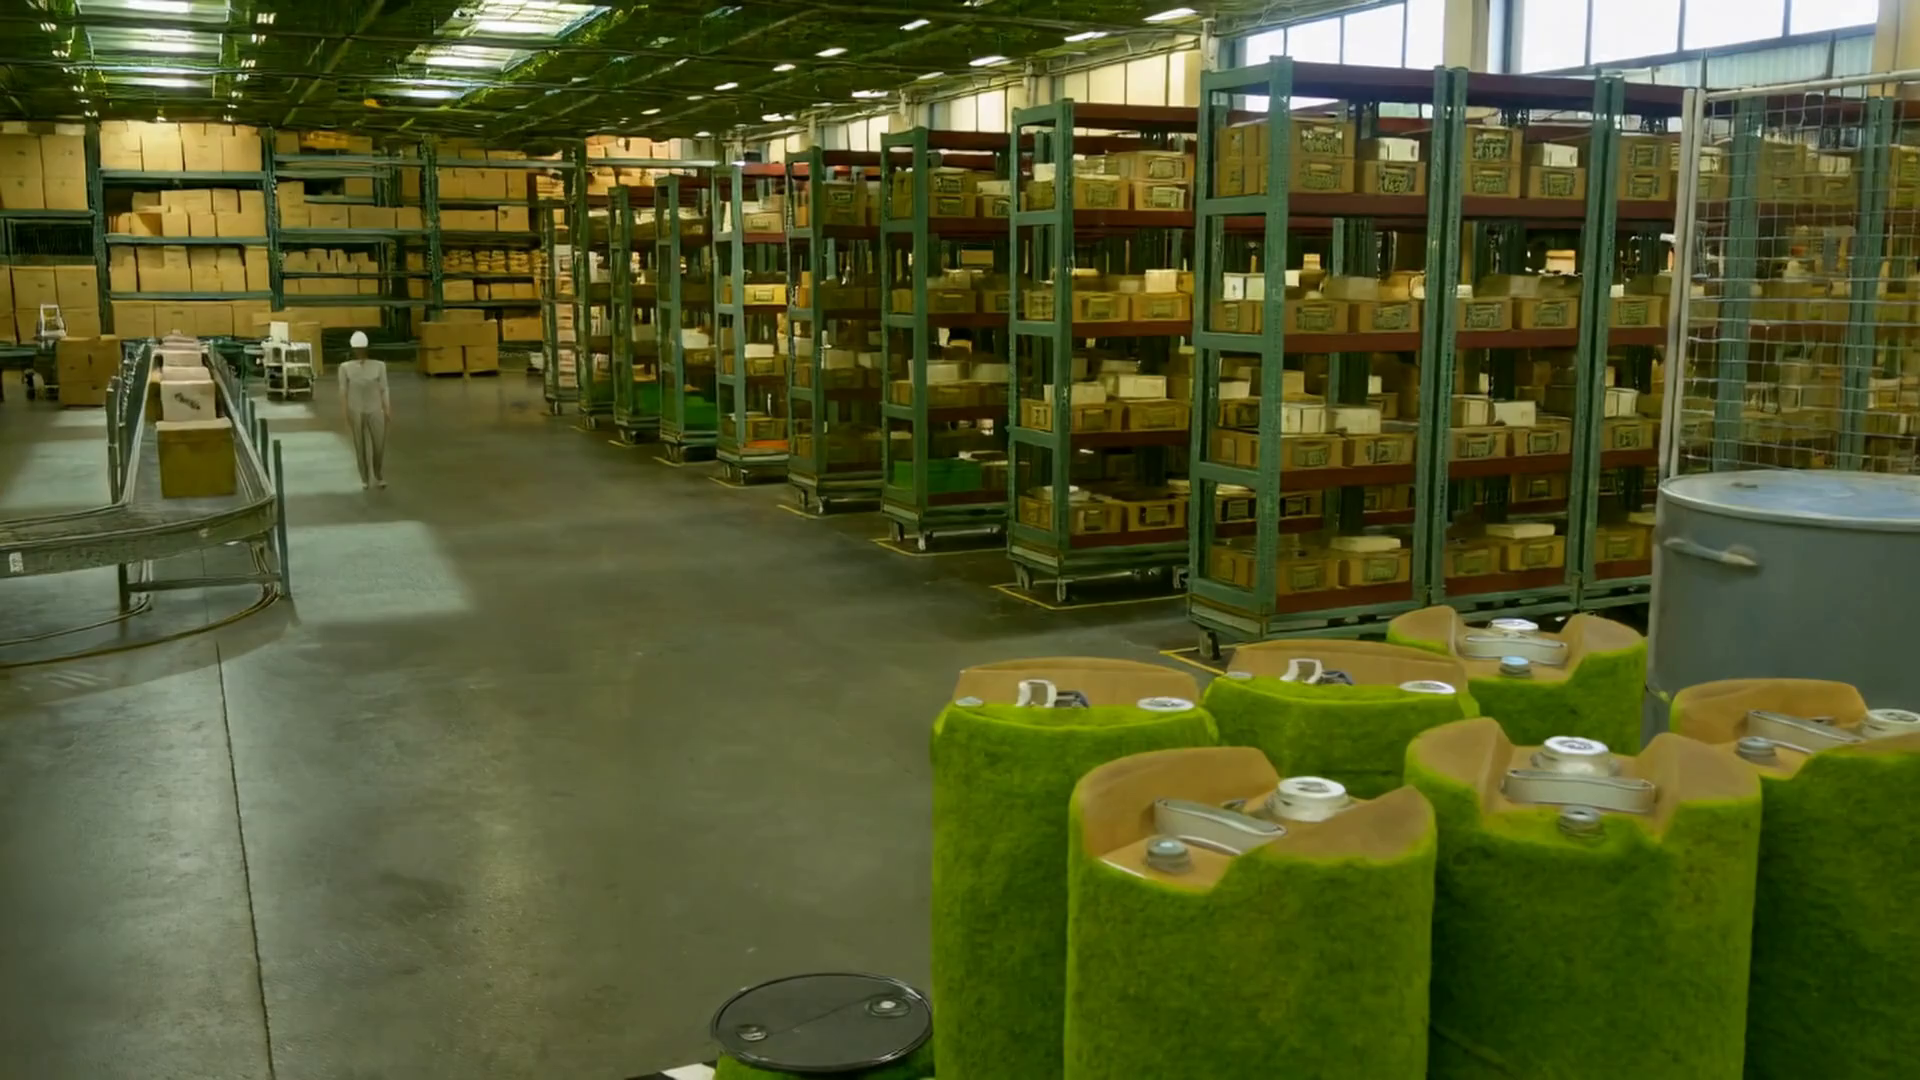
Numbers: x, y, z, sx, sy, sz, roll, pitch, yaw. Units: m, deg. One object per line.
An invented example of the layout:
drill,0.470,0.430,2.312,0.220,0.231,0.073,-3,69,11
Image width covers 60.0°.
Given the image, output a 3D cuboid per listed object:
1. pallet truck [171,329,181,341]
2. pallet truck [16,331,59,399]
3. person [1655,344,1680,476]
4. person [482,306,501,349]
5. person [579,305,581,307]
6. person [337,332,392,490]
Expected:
pallet truck,-17.275,-3.851,35.096,1.601,1.201,0.680,0,9,1
pallet truck,-17.082,-3.353,31.781,1.630,1.274,0.653,-4,10,-25
person,6.828,-1.088,16.168,0.567,1.795,0.964,-4,10,-22
person,-14.181,-6.673,50.273,0.615,1.985,0.420,-9,13,-44
person,-11.525,-6.595,50.632,0.905,1.733,0.533,-3,10,-17
person,-6.565,-1.415,18.342,0.560,1.743,0.631,-3,10,-20
